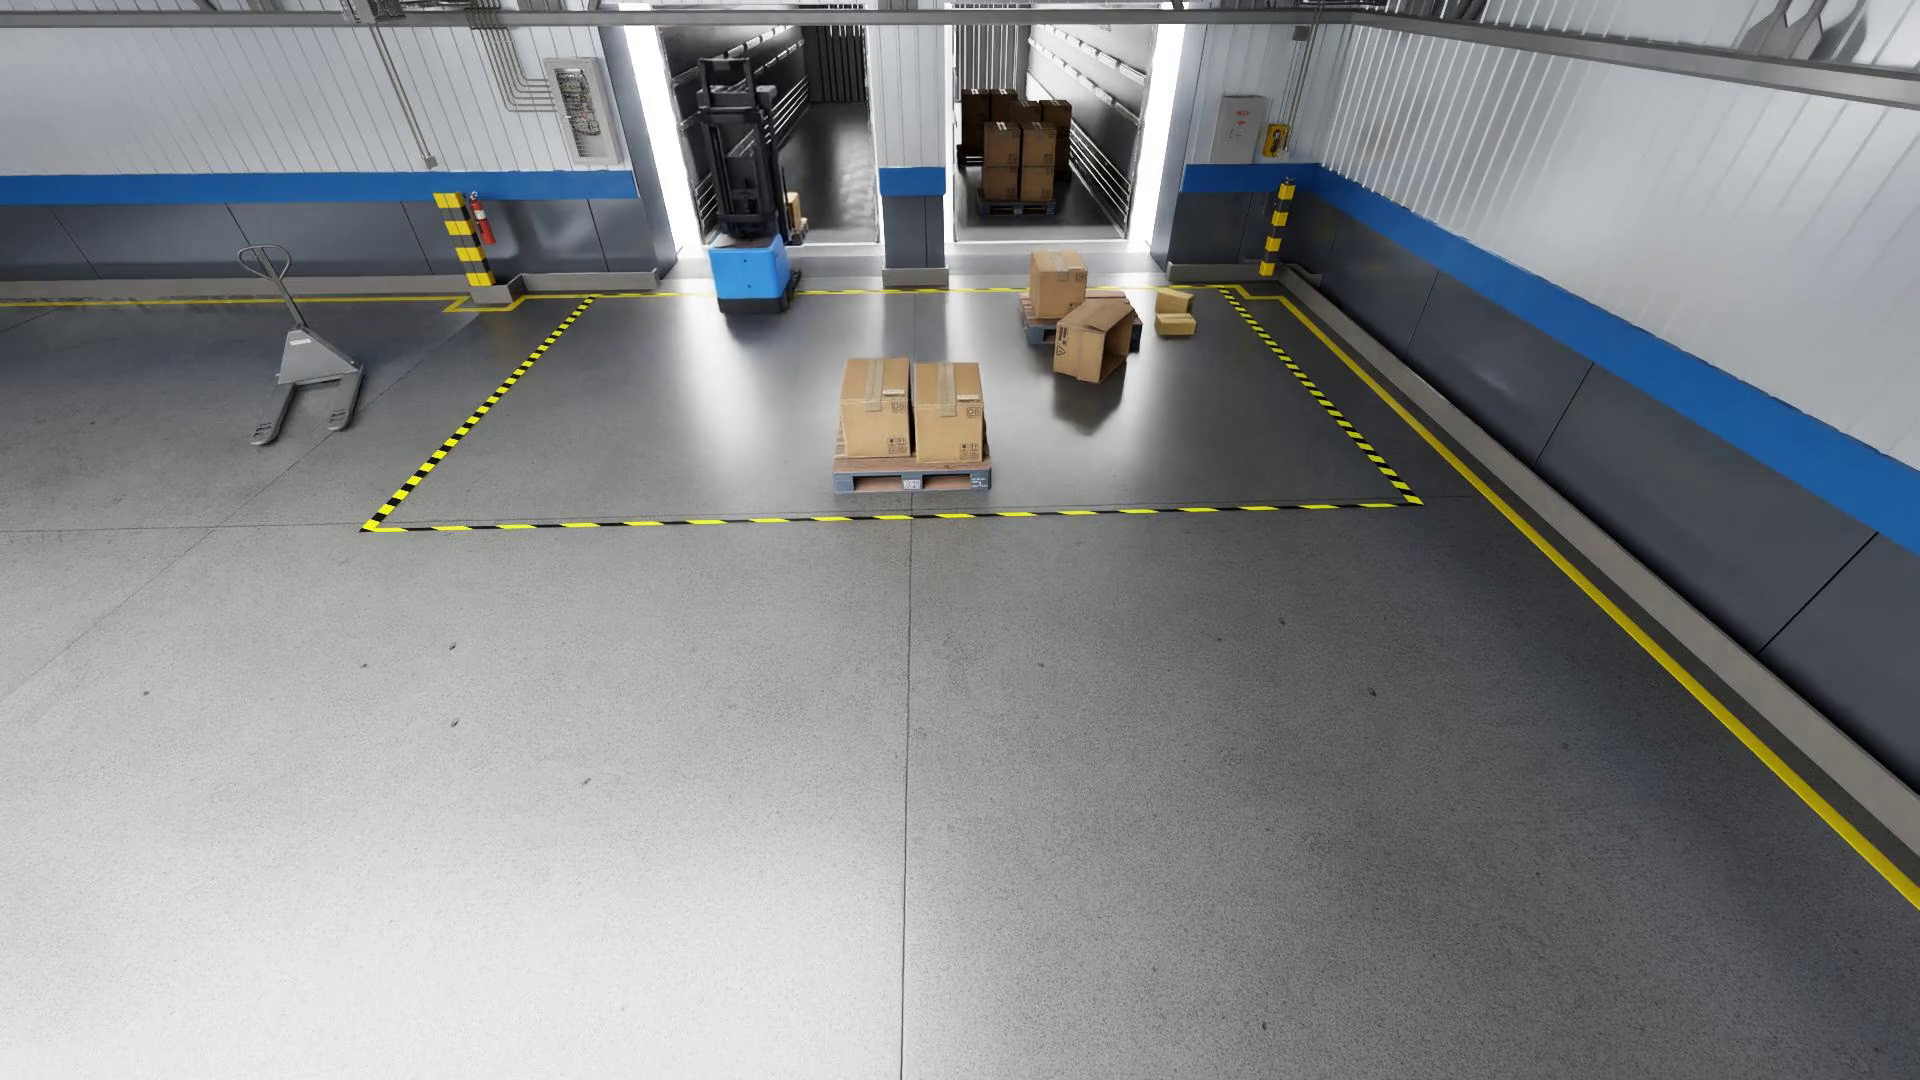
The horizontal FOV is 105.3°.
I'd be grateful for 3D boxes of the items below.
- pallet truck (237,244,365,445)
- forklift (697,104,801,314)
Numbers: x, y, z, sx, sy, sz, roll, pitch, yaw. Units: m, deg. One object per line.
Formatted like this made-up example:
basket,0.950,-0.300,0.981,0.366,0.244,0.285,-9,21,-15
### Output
pallet truck,-5.915,-1.733,6.366,0.680,1.201,1.601,-18,42,-21
forklift,-2.382,-3.591,8.062,0.716,2.013,0.776,-1,38,-1
